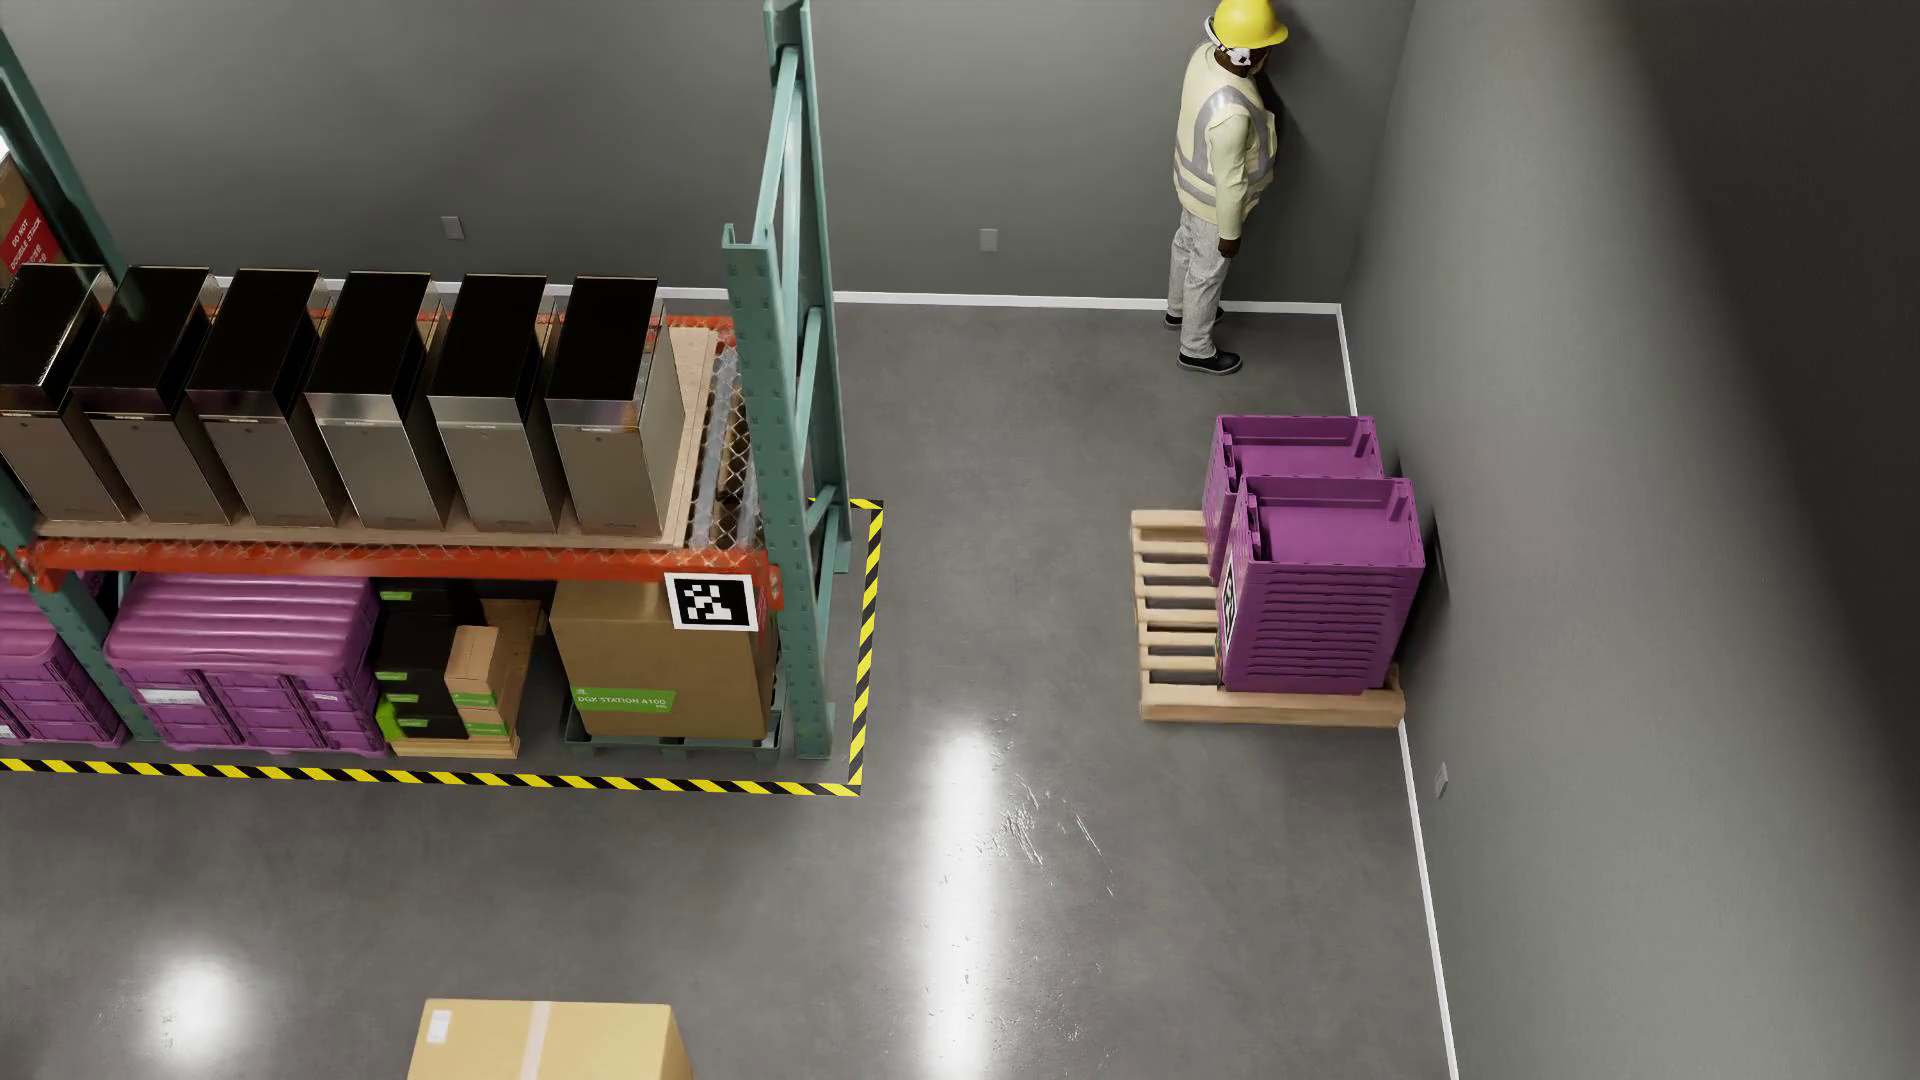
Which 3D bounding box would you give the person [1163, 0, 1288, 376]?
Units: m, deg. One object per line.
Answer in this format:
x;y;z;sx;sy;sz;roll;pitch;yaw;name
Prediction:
1.083;-1.469;6.914;0.404;1.833;0.590;-5;52;-4;person
